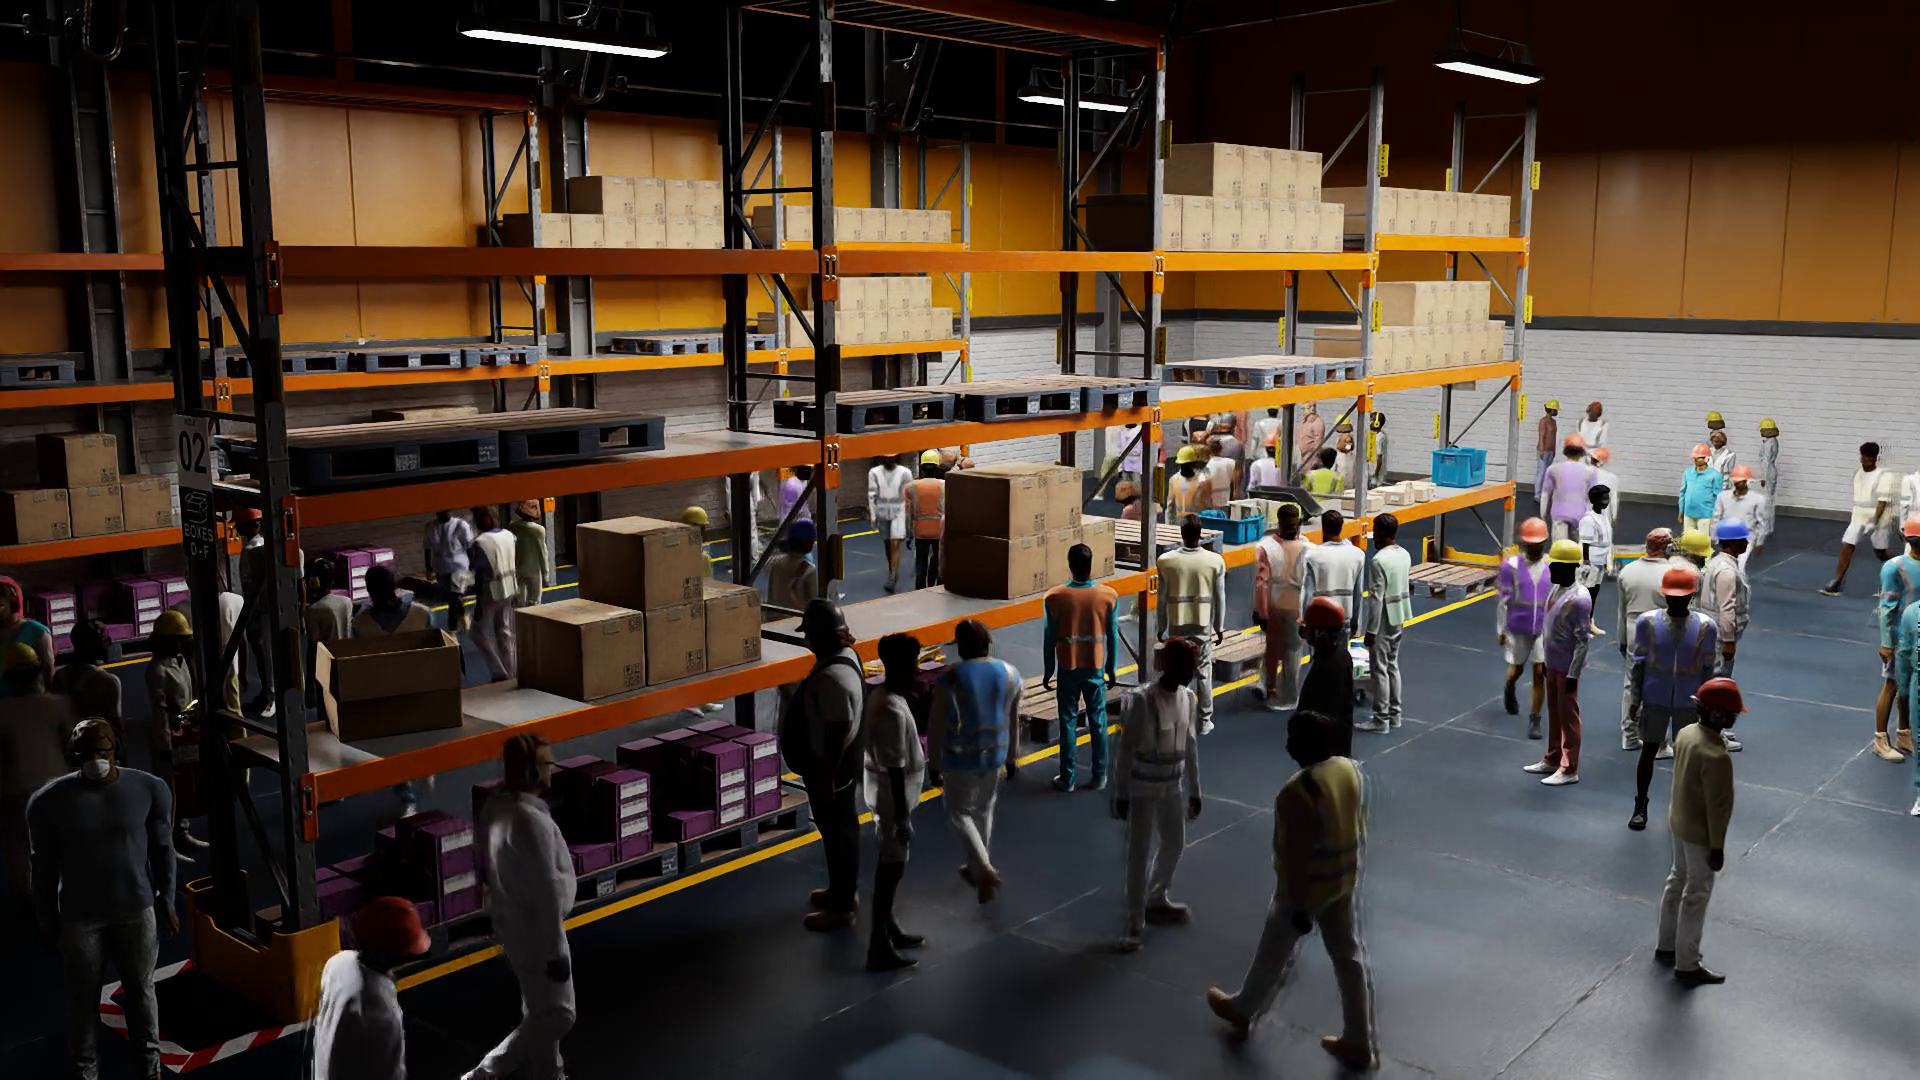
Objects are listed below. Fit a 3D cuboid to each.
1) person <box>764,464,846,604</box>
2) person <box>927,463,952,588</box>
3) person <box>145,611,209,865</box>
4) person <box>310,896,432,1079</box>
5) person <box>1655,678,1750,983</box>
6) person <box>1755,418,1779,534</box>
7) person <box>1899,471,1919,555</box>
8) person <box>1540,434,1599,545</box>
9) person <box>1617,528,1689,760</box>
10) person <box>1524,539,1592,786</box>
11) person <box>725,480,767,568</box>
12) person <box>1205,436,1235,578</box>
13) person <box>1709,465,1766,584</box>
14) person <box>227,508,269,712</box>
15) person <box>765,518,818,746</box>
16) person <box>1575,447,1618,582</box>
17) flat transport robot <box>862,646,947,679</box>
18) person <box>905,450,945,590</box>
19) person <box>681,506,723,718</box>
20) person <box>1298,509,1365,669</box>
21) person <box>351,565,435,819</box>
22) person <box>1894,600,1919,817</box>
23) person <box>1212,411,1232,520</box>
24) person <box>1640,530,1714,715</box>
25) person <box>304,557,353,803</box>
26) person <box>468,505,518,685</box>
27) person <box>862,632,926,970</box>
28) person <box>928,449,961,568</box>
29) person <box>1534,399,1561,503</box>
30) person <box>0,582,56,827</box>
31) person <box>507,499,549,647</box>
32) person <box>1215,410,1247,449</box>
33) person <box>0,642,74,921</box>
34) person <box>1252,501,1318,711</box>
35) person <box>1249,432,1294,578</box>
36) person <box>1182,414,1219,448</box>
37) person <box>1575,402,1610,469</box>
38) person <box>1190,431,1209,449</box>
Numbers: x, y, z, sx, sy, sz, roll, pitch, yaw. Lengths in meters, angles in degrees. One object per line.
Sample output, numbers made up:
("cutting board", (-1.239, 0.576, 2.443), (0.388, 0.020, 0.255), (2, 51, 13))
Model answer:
("person", (-1.851, -0.116, 19.487), (1.020, 1.862, 0.601), (1, 10, 4))
("person", (-0.213, -0.068, 19.712), (0.315, 1.696, 0.541), (-7, 12, -37))
("person", (-5.311, 1.331, 11.267), (0.341, 1.736, 0.486), (-1, 10, -5))
("person", (-2.312, 2.170, 6.324), (0.614, 1.704, 0.610), (-7, 12, -37))
("person", (4.238, 1.631, 9.449), (0.355, 1.742, 0.556), (1, 10, 3))
("person", (12.065, -0.956, 24.912), (0.321, 1.737, 0.483), (7, 12, 36))
("person", (11.417, -0.163, 19.641), (0.585, 1.918, 0.409), (4, 10, 25))
("person", (7.366, -0.286, 20.157), (0.634, 1.988, 1.051), (2, 10, 14))
("person", (5.714, 0.843, 13.689), (0.400, 1.902, 0.648), (-5, 11, -30))
("person", (4.686, 0.948, 12.961), (0.369, 1.928, 0.586), (0, 10, -2))
("person", (-2.863, -0.515, 22.005), (0.452, 1.828, 0.602), (-4, 10, -23))
("person", (3.264, -0.407, 21.314), (0.563, 1.839, 0.393), (-4, 10, -23))
("person", (8.936, -0.001, 19.205), (0.540, 1.733, 0.569), (-7, 12, -37))
("person", (-6.378, 0.594, 15.082), (0.391, 1.928, 0.547), (0, 10, -1))
("person", (-1.279, 0.757, 14.137), (0.888, 1.909, 0.658), (-9, 13, -42))
("person", (8.054, -0.327, 21.217), (0.643, 1.721, 0.608), (2, 10, 13))
("flat transport robot", (-0.719, 1.223, 16.257), (0.652, 0.197, 1.431), (4, 10, 24))
("person", (-0.338, -0.069, 19.048), (0.585, 1.922, 0.377), (1, 10, 6))
("person", (-2.334, 0.645, 14.839), (0.493, 1.906, 0.601), (-7, 12, -37))
("person", (3.260, 0.687, 14.599), (0.598, 1.908, 0.410), (-3, 10, -17))
("person", (-4.100, 1.099, 12.158), (0.614, 1.890, 0.565), (-2, 10, -9))
("person", (7.193, 1.100, 12.174), (0.663, 1.884, 0.458), (9, 13, 43))
("person", (4.056, -1.246, 25.895), (0.407, 1.986, 0.616), (0, 10, 2))
("person", (6.371, 0.761, 14.587), (0.841, 1.761, 0.571), (-2, 10, -9))
("person", (-4.755, 1.053, 12.546), (0.327, 1.862, 0.509), (3, 10, 17))
("person", (-4.391, 0.540, 15.680), (0.444, 1.825, 0.627), (3, 10, 20))
("person", (-0.379, 1.489, 9.629), (0.361, 1.964, 0.612), (-1, 10, -8))
("person", (-0.219, -0.378, 21.802), (0.528, 1.620, 0.501), (9, 13, 43))
("person", (9.944, -1.505, 28.124), (0.341, 1.758, 0.530), (9, 13, 43))
("person", (-6.654, 1.193, 11.756), (0.572, 1.839, 0.373), (1, 10, 5))
("person", (-4.525, 0.343, 17.486), (0.504, 1.622, 0.299), (5, 11, 26))
("person", (4.627, -1.661, 28.397), (0.626, 1.972, 0.632), (8, 13, 41))
("person", (-5.709, 1.490, 10.244), (0.536, 1.754, 0.356), (-7, 12, -36))
("person", (2.993, 0.605, 15.084), (0.470, 1.905, 0.569), (-9, 13, -43))
("person", (3.939, -0.412, 21.110), (0.552, 1.918, 0.666), (3, 10, 15))
("person", (3.691, -1.193, 25.456), (0.614, 2.029, 0.409), (6, 11, 31))
("person", (10.028, -1.286, 26.552), (0.604, 1.838, 0.791), (8, 12, 40))
("person", (3.116, -0.482, 21.637), (0.356, 1.883, 0.574), (2, 10, 12))
